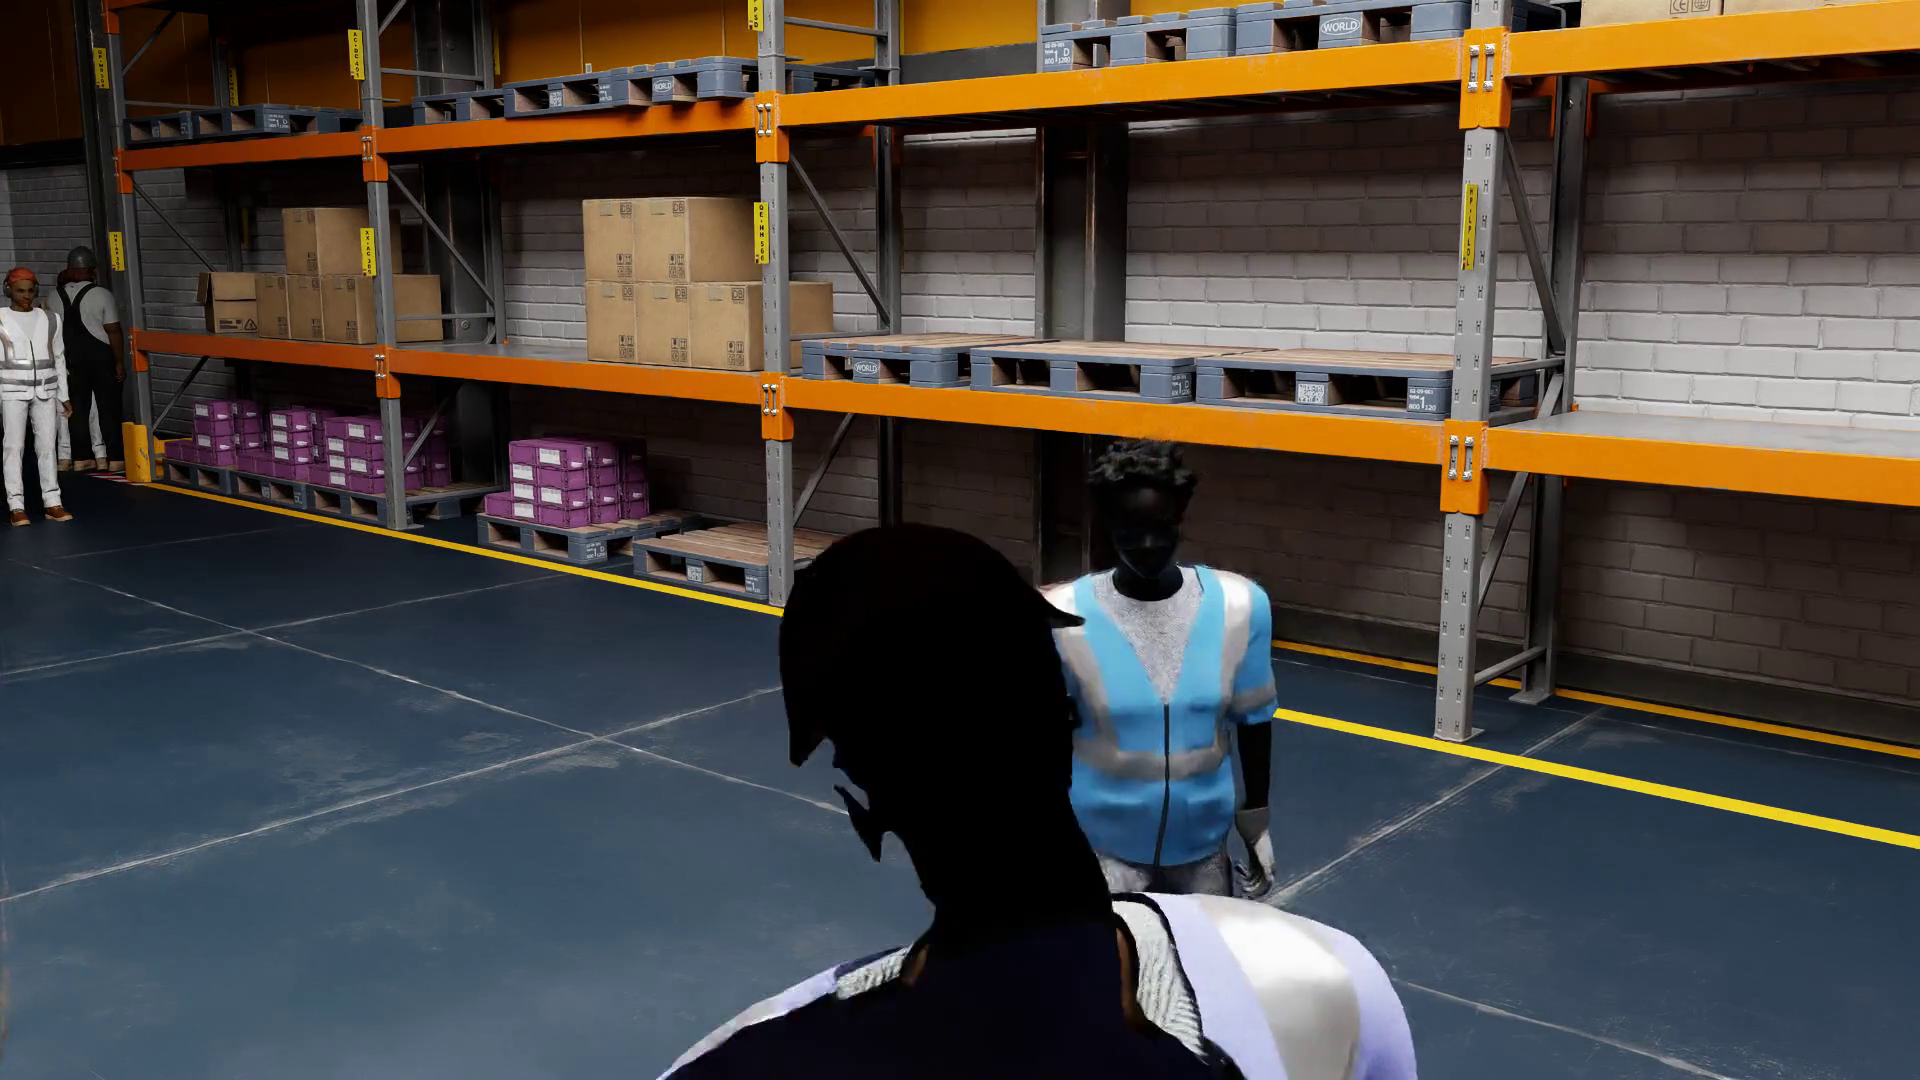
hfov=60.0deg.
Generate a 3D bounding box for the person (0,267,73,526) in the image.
[{"bbox_3d":[-6.838,-1.053,12.215,0.356,1.887,0.573,8,13,39],"label":"person"}]

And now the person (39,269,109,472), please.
[{"bbox_3d":[-8.037,-1.541,15.142,0.621,1.838,0.429,-4,11,-22],"label":"person"}]

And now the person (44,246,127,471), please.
[{"bbox_3d":[-7.887,-1.645,15.149,0.683,2.000,0.537,1,10,6],"label":"person"}]

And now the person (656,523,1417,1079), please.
[{"bbox_3d":[0.060,0.892,1.131,0.592,1.896,0.448,-4,11,-21],"label":"person"}]

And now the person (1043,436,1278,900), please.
[{"bbox_3d":[0.359,0.585,3.524,0.547,1.664,0.612,-2,10,-11],"label":"person"}]
